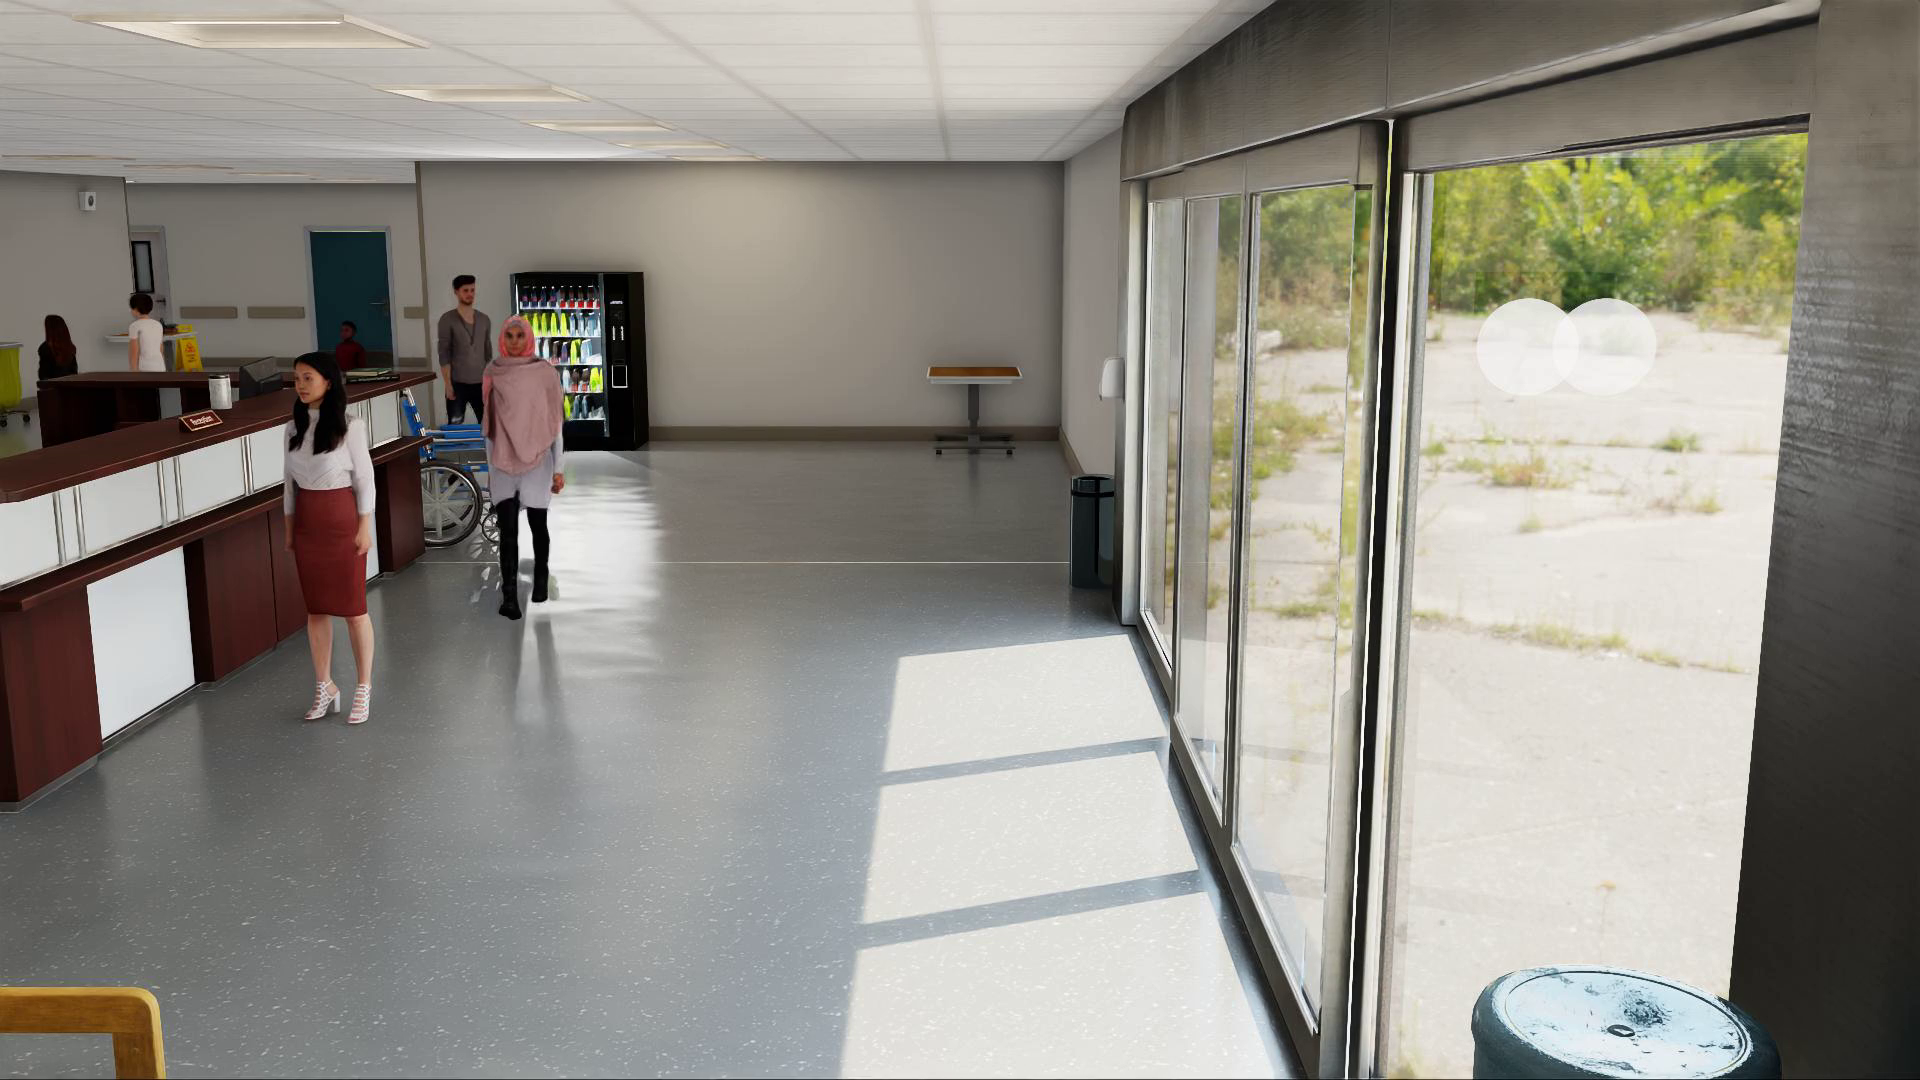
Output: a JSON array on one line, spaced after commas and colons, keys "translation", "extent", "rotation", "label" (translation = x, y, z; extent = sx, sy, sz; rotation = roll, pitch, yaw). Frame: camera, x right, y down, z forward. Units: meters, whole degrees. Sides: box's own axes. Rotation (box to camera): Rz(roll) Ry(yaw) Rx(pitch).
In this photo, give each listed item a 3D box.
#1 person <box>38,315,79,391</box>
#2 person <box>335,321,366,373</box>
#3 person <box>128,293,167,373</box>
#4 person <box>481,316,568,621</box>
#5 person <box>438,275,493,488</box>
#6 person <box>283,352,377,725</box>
[{"translation": [-8.632, -1.422, 16.049], "extent": [1.010, 1.461, 0.781], "rotation": [4, 11, 21], "label": "person"}, {"translation": [-6.917, -1.867, 18.962], "extent": [0.546, 1.249, 0.621], "rotation": [3, 11, 15], "label": "person"}, {"translation": [-8.120, -1.649, 16.756], "extent": [0.772, 1.643, 0.709], "rotation": [5, 12, 23], "label": "person"}, {"translation": [-2.600, -0.418, 9.980], "extent": [1.132, 1.751, 0.774], "rotation": [-1, 11, -5], "label": "person"}, {"translation": [-4.377, -1.349, 14.596], "extent": [1.221, 1.860, 1.220], "rotation": [-9, 14, -38], "label": "person"}, {"translation": [-2.959, -0.005, 7.809], "extent": [0.533, 1.750, 0.712], "rotation": [3, 11, 14], "label": "person"}]
